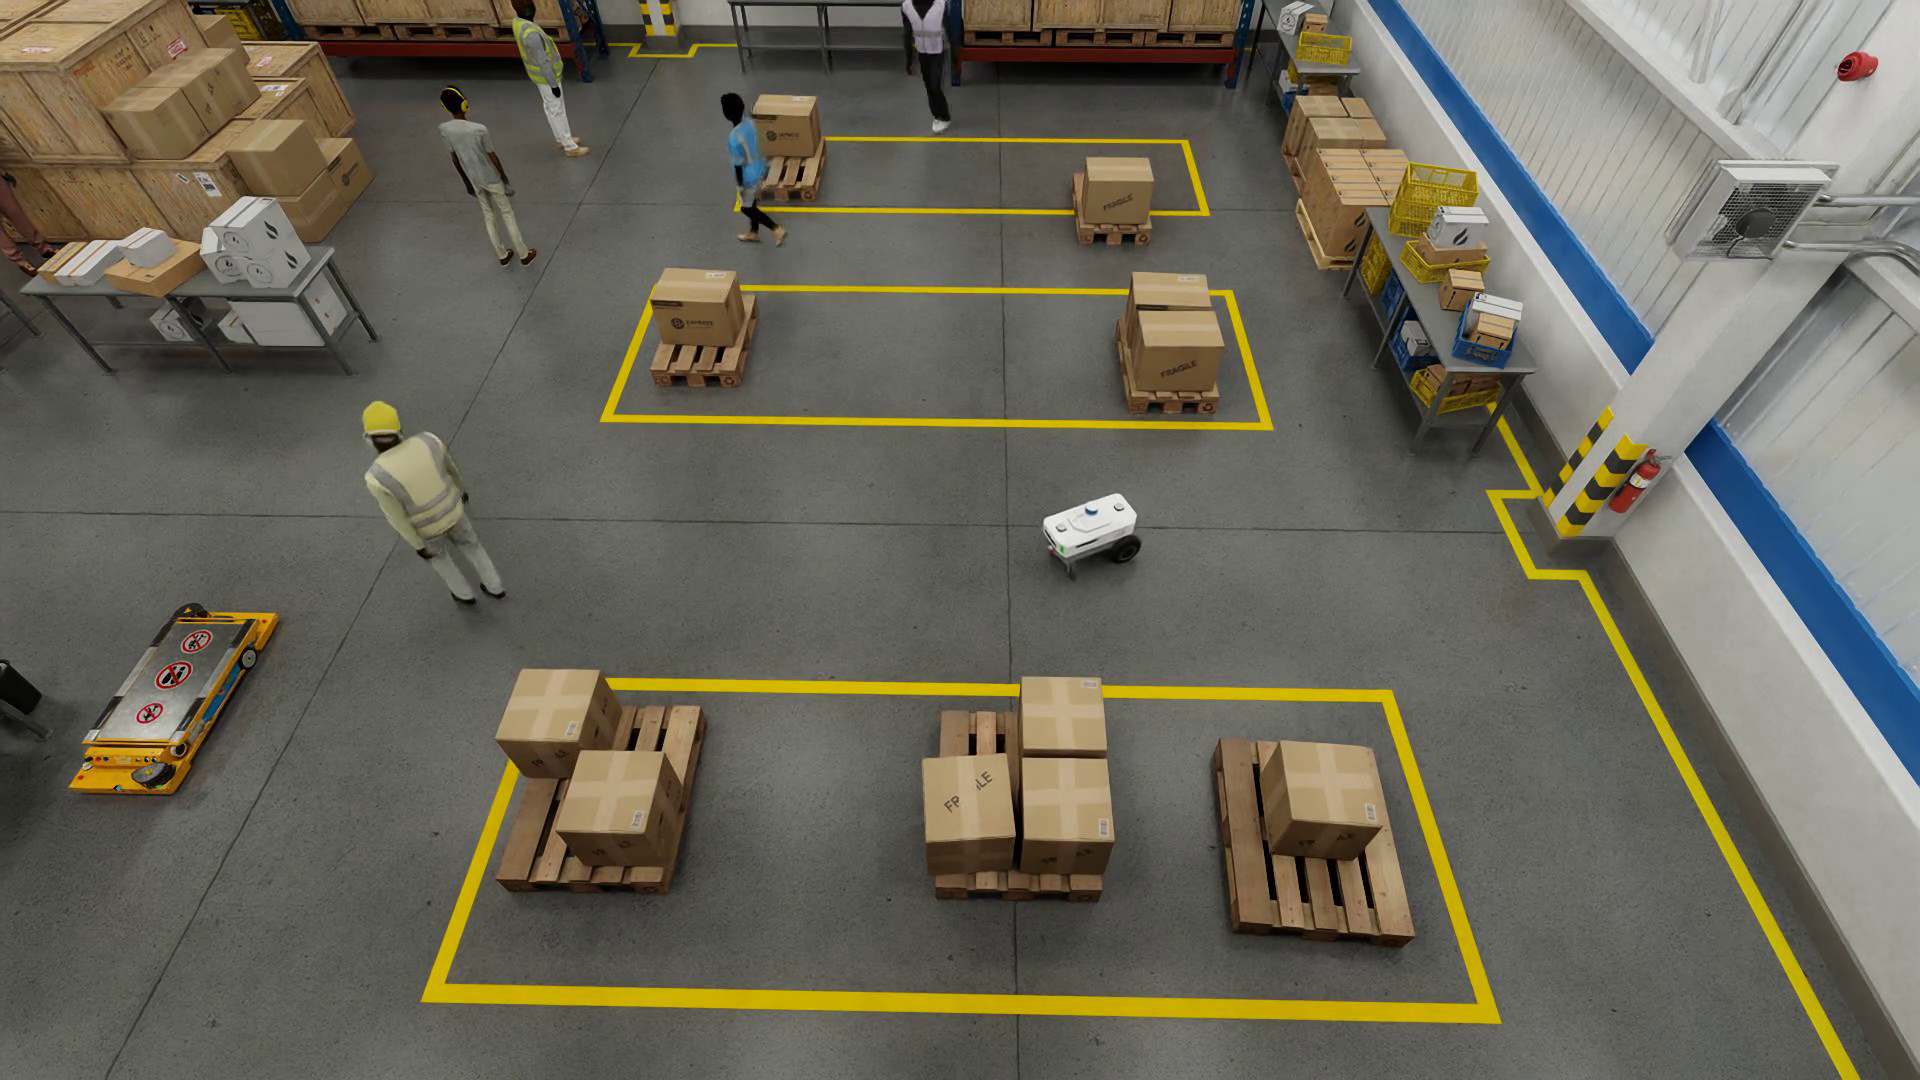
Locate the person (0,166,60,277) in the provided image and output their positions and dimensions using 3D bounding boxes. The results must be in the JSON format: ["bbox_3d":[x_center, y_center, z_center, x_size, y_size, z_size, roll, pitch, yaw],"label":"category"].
[{"bbox_3d":[-10.055,-3.659,9.385,0.399,1.903,0.642,10,50,8],"label":"person"}]

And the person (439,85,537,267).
[{"bbox_3d":[-4.895,-3.705,9.455,0.498,1.861,0.326,4,50,4],"label":"person"}]

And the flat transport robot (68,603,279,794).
[{"bbox_3d":[-5.504,1.072,6.442,0.652,0.197,1.431,1,50,1],"label":"flat transport robot"}]

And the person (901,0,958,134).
[{"bbox_3d":[-0.379,-6.039,11.423,0.684,1.872,0.500,16,52,13],"label":"person"}]

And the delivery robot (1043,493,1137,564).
[{"bbox_3d":[1.011,-0.107,7.195,0.707,0.478,0.477,-19,52,-16],"label":"delivery robot"}]

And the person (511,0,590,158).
[{"bbox_3d":[-4.973,-5.592,11.059,0.429,1.843,0.633,-27,55,-21],"label":"person"}]

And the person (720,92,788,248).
[{"bbox_3d":[-2.201,-3.871,9.707,0.582,1.683,0.543,8,50,7],"label":"person"}]

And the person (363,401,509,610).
[{"bbox_3d":[-3.723,-0.195,6.525,0.557,1.790,0.611,25,54,20],"label":"person"}]
